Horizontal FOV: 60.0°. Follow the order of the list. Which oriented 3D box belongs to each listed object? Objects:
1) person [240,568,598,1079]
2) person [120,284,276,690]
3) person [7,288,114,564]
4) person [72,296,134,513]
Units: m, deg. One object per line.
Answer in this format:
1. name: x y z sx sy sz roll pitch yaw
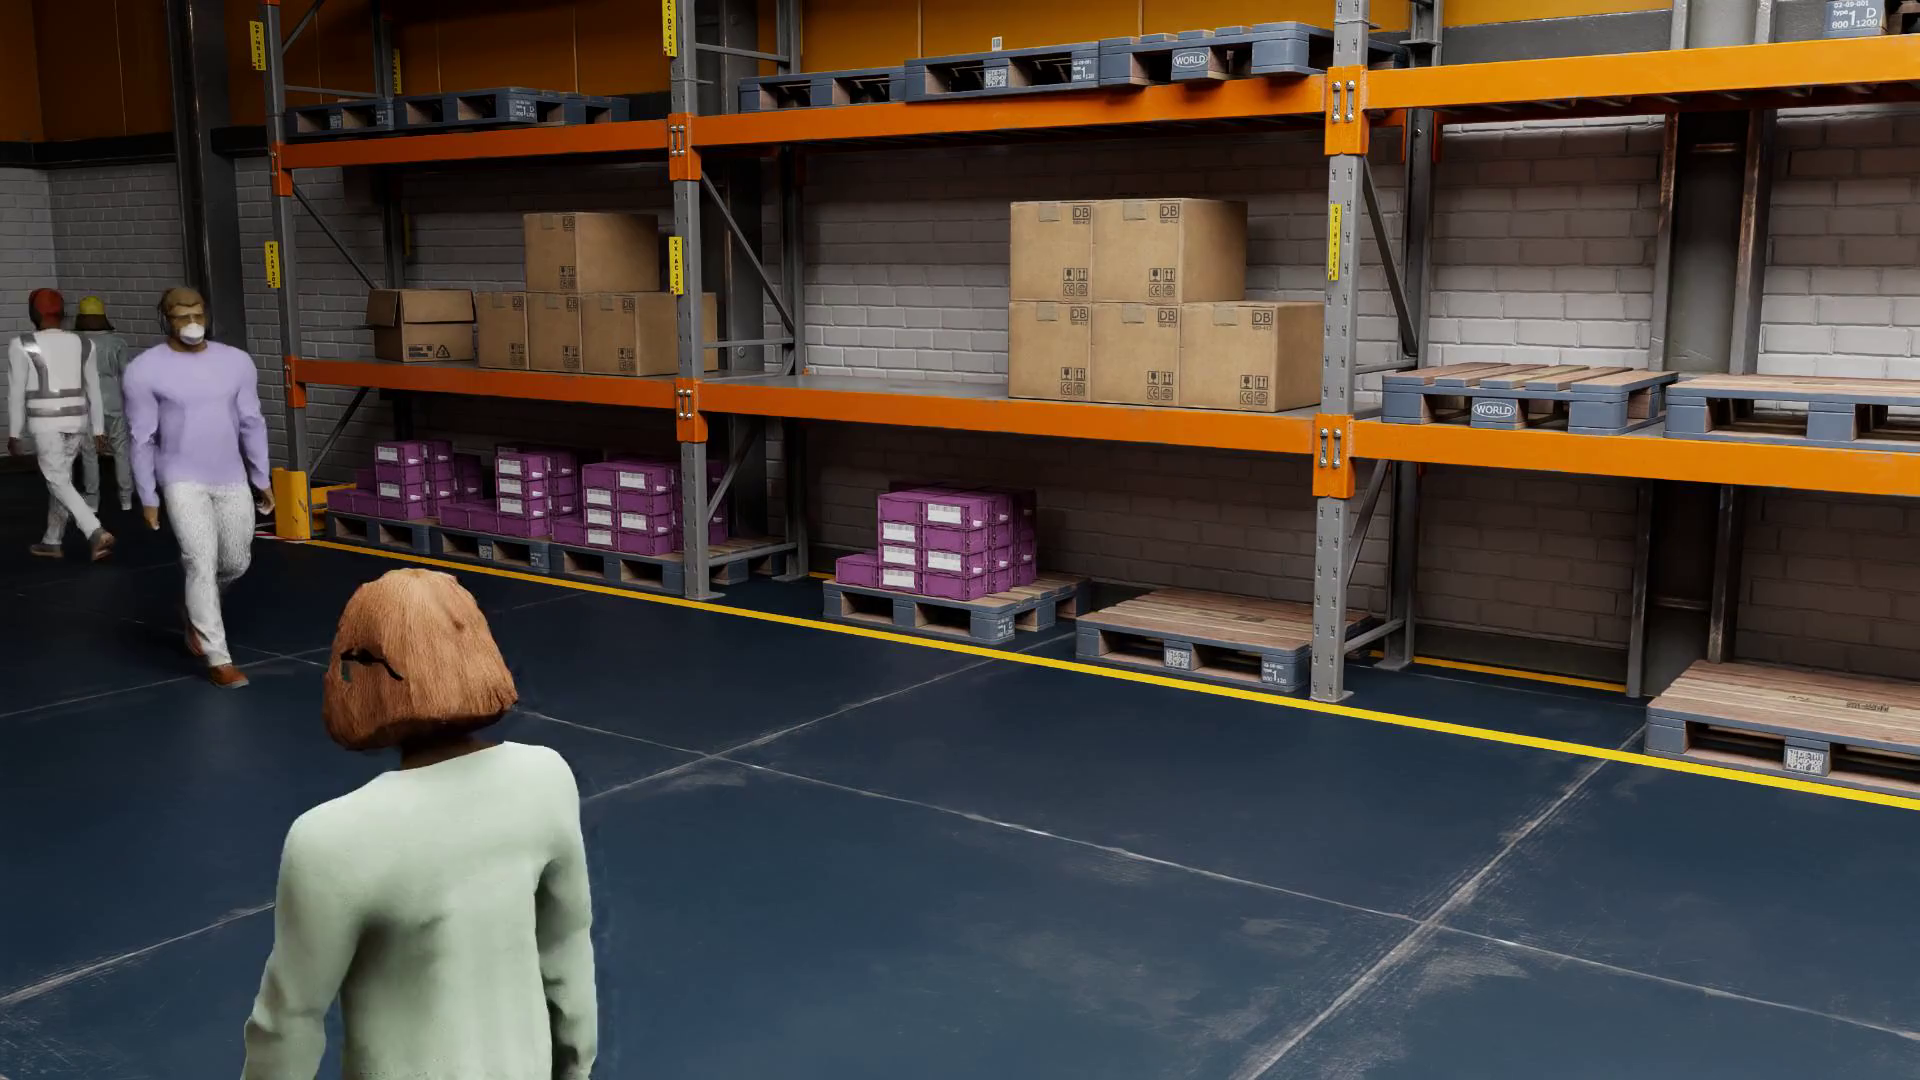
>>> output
1. person: -0.778 0.831 2.423 0.850 1.585 0.514 5 11 26
2. person: -3.687 -0.273 8.028 0.831 1.919 0.632 8 12 40
3. person: -6.018 -0.760 11.154 0.923 1.851 0.578 5 11 29
4. person: -6.947 -1.092 13.433 0.512 1.744 0.326 -8 12 -38
